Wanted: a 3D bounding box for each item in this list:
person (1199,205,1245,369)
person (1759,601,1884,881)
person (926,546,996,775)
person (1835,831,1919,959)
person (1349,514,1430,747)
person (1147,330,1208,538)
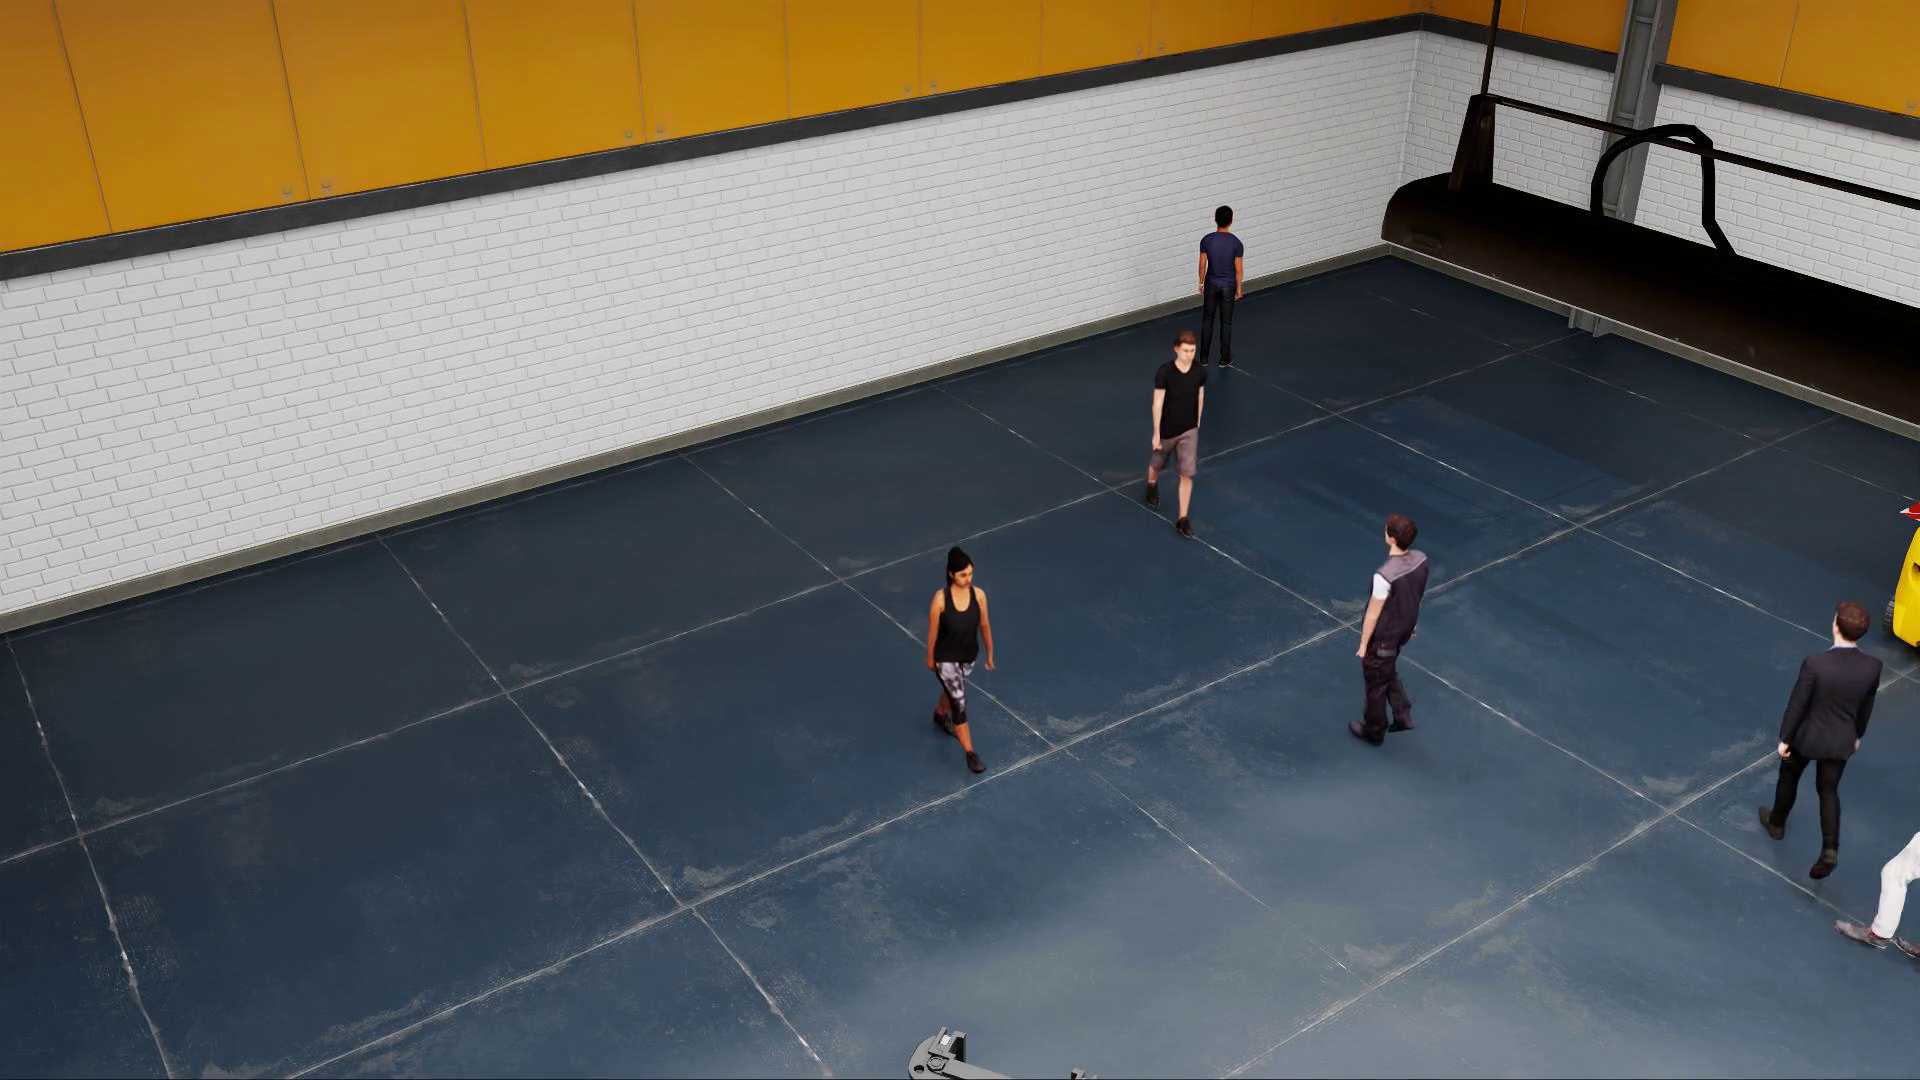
[{"bbox_3d":[2.811,-2.748,18.016,0.682,1.793,0.776,8,30,15],"label":"person"},{"bbox_3d":[5.508,1.283,10.549,1.126,1.868,1.234,2,29,3],"label":"person"},{"bbox_3d":[-0.065,0.774,11.741,0.637,1.619,1.084,-16,32,-27],"label":"person"},{"bbox_3d":[5.872,1.795,9.694,0.767,1.786,0.905,-25,37,-38],"label":"person"},{"bbox_3d":[3.088,0.679,11.682,0.692,1.843,0.698,-20,35,-33],"label":"person"},{"bbox_3d":[1.885,-1.019,14.802,1.026,1.835,1.308,-4,29,-7],"label":"person"}]
